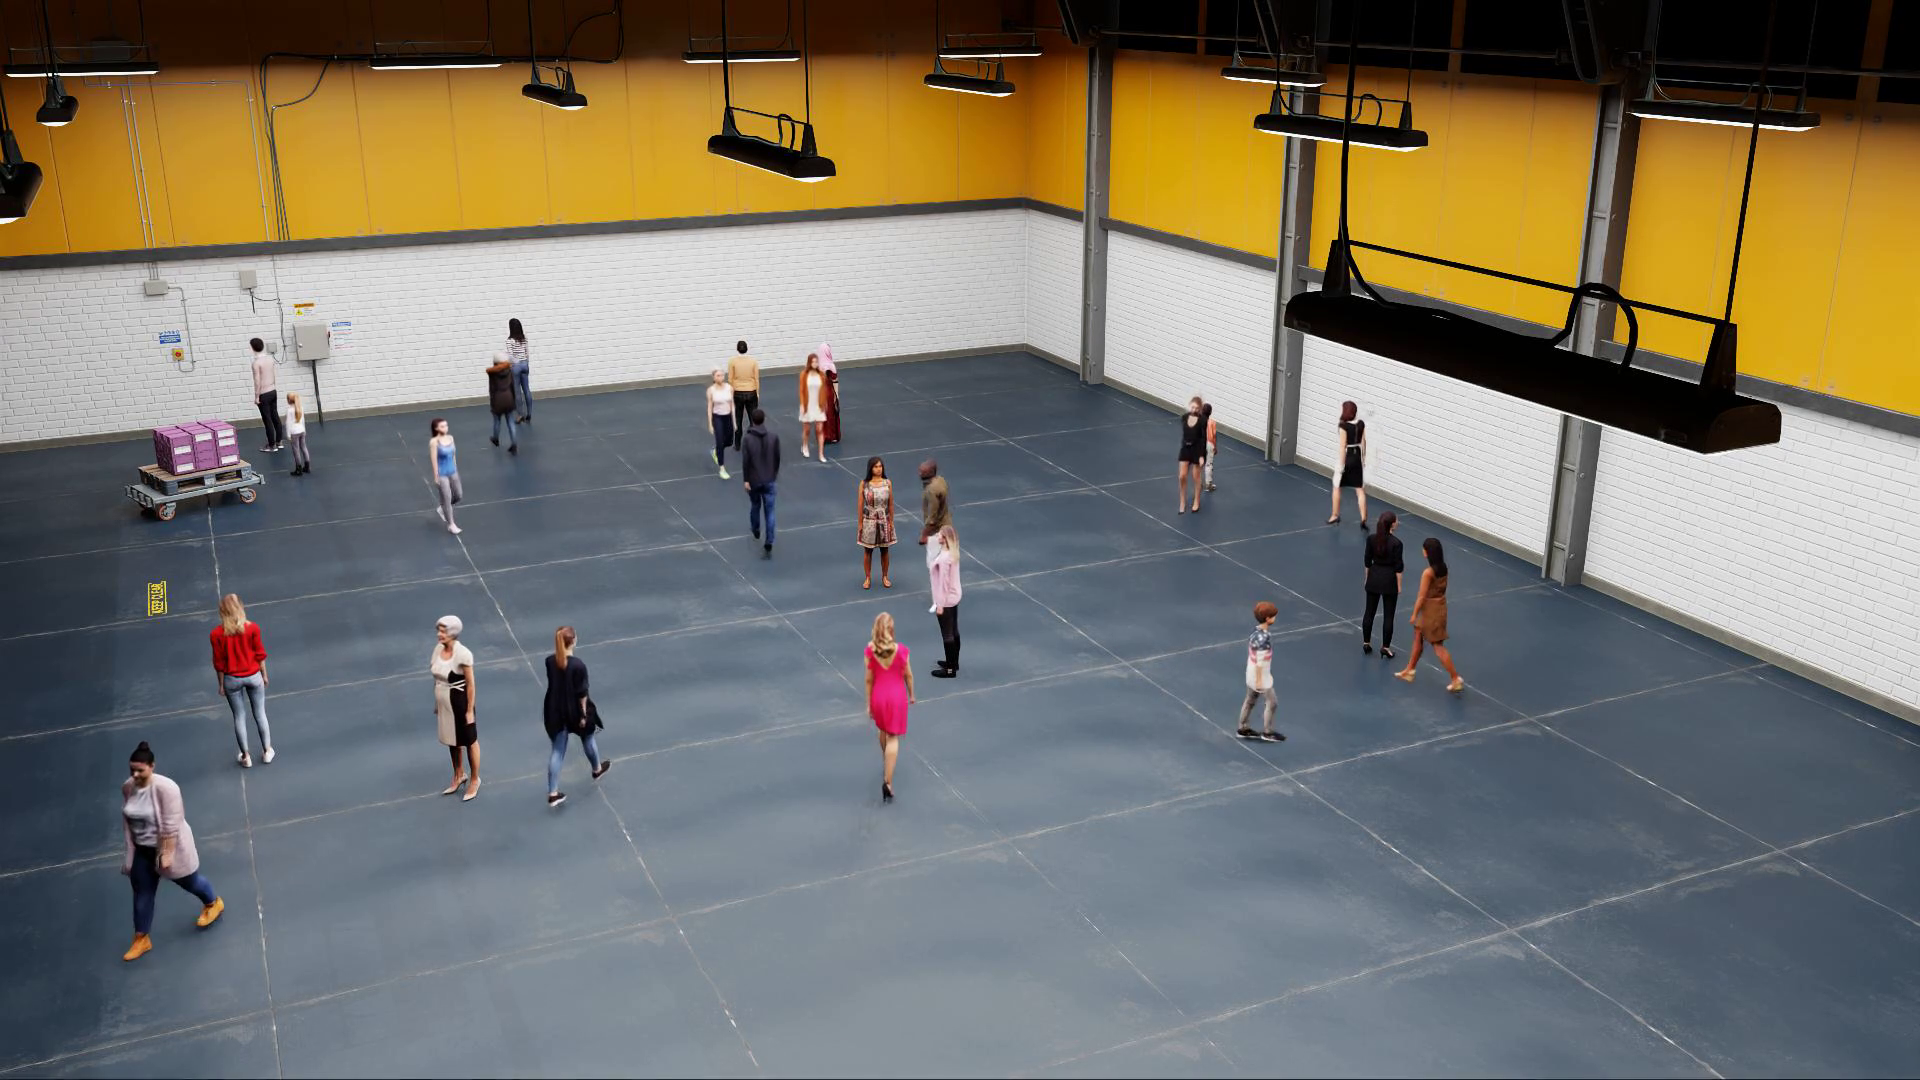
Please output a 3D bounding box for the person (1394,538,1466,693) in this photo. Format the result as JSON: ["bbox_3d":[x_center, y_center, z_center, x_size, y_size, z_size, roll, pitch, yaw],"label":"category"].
[{"bbox_3d":[4.976,0.824,17.286,1.081,1.648,0.907,13,23,34],"label":"person"}]

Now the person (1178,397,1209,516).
[{"bbox_3d":[3.255,-1.183,23.118,0.810,1.731,0.850,14,23,36],"label":"person"}]

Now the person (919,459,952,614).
[{"bbox_3d":[-0.274,-0.108,19.824,1.085,1.795,0.841,5,19,14],"label":"person"}]

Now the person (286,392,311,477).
[{"bbox_3d":[-10.008,-1.615,25.109,0.631,1.279,0.570,7,20,19],"label":"person"}]

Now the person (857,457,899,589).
[{"bbox_3d":[-1.023,-0.228,20.417,0.702,1.645,0.621,-3,19,-10],"label":"person"}]

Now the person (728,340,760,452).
[{"bbox_3d":[-3.423,-2.296,26.393,0.706,1.750,0.662,-3,19,-9],"label":"person"}]

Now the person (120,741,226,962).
[{"bbox_3d":[-6.061,2.313,12.784,1.090,1.700,1.193,6,19,17],"label":"person"}]

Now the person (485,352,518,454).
[{"bbox_3d":[-7.150,-2.128,26.140,0.799,1.593,1.099,-14,23,-36],"label":"person"}]

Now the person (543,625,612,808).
[{"bbox_3d":[-3.581,1.608,14.976,1.101,1.638,1.155,7,20,20],"label":"person"}]

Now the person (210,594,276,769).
[{"bbox_3d":[-6.785,1.322,15.722,0.629,1.703,0.518,-10,21,-27],"label":"person"}]

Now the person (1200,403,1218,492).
[{"bbox_3d":[3.592,-1.375,24.347,0.550,1.310,0.624,10,21,27],"label":"person"}]

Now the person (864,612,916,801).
[{"bbox_3d":[-0.654,1.535,15.129,0.966,1.678,1.129,3,19,9],"label":"person"}]

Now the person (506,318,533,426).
[{"bbox_3d":[-7.405,-2.841,27.937,0.628,1.797,0.642,14,23,35],"label":"person"}]

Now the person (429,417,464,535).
[{"bbox_3d":[-6.973,-0.877,22.416,0.868,1.598,0.765,12,22,32],"label":"person"}]

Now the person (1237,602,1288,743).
[{"bbox_3d":[2.856,1.292,16.246,0.739,1.427,0.722,0,19,-1],"label":"person"}]

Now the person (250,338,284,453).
[{"bbox_3d":[-10.998,-2.313,26.354,0.769,1.807,0.696,5,19,16],"label":"person"}]

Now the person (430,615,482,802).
[{"bbox_3d":[-4.561,1.507,15.091,0.647,1.755,0.770,12,22,32],"label":"person"}]

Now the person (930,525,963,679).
[{"bbox_3d":[-0.117,0.639,17.773,0.744,1.687,0.673,5,19,16],"label":"person"}]

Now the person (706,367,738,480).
[{"bbox_3d":[-3.615,-1.784,24.970,0.708,1.686,0.929,-13,22,-33],"label":"person"}]

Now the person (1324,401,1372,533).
[{"bbox_3d":[5.322,-0.976,22.452,0.641,1.763,0.823,-6,19,-17],"label":"person"}]

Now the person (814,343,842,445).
[{"bbox_3d":[-2.167,-2.369,26.783,0.722,1.639,0.819,11,22,30],"label":"person"}]

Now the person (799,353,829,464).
[{"bbox_3d":[-2.307,-2.074,25.802,0.691,1.706,0.850,-7,20,-19],"label":"person"}]

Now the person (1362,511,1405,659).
[{"bbox_3d":[4.634,0.488,18.263,0.624,1.663,0.741,15,24,38],"label":"person"}]

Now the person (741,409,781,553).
[{"bbox_3d":[-2.552,-0.726,21.600,0.849,1.832,1.314,-4,19,-13],"label":"person"}]
